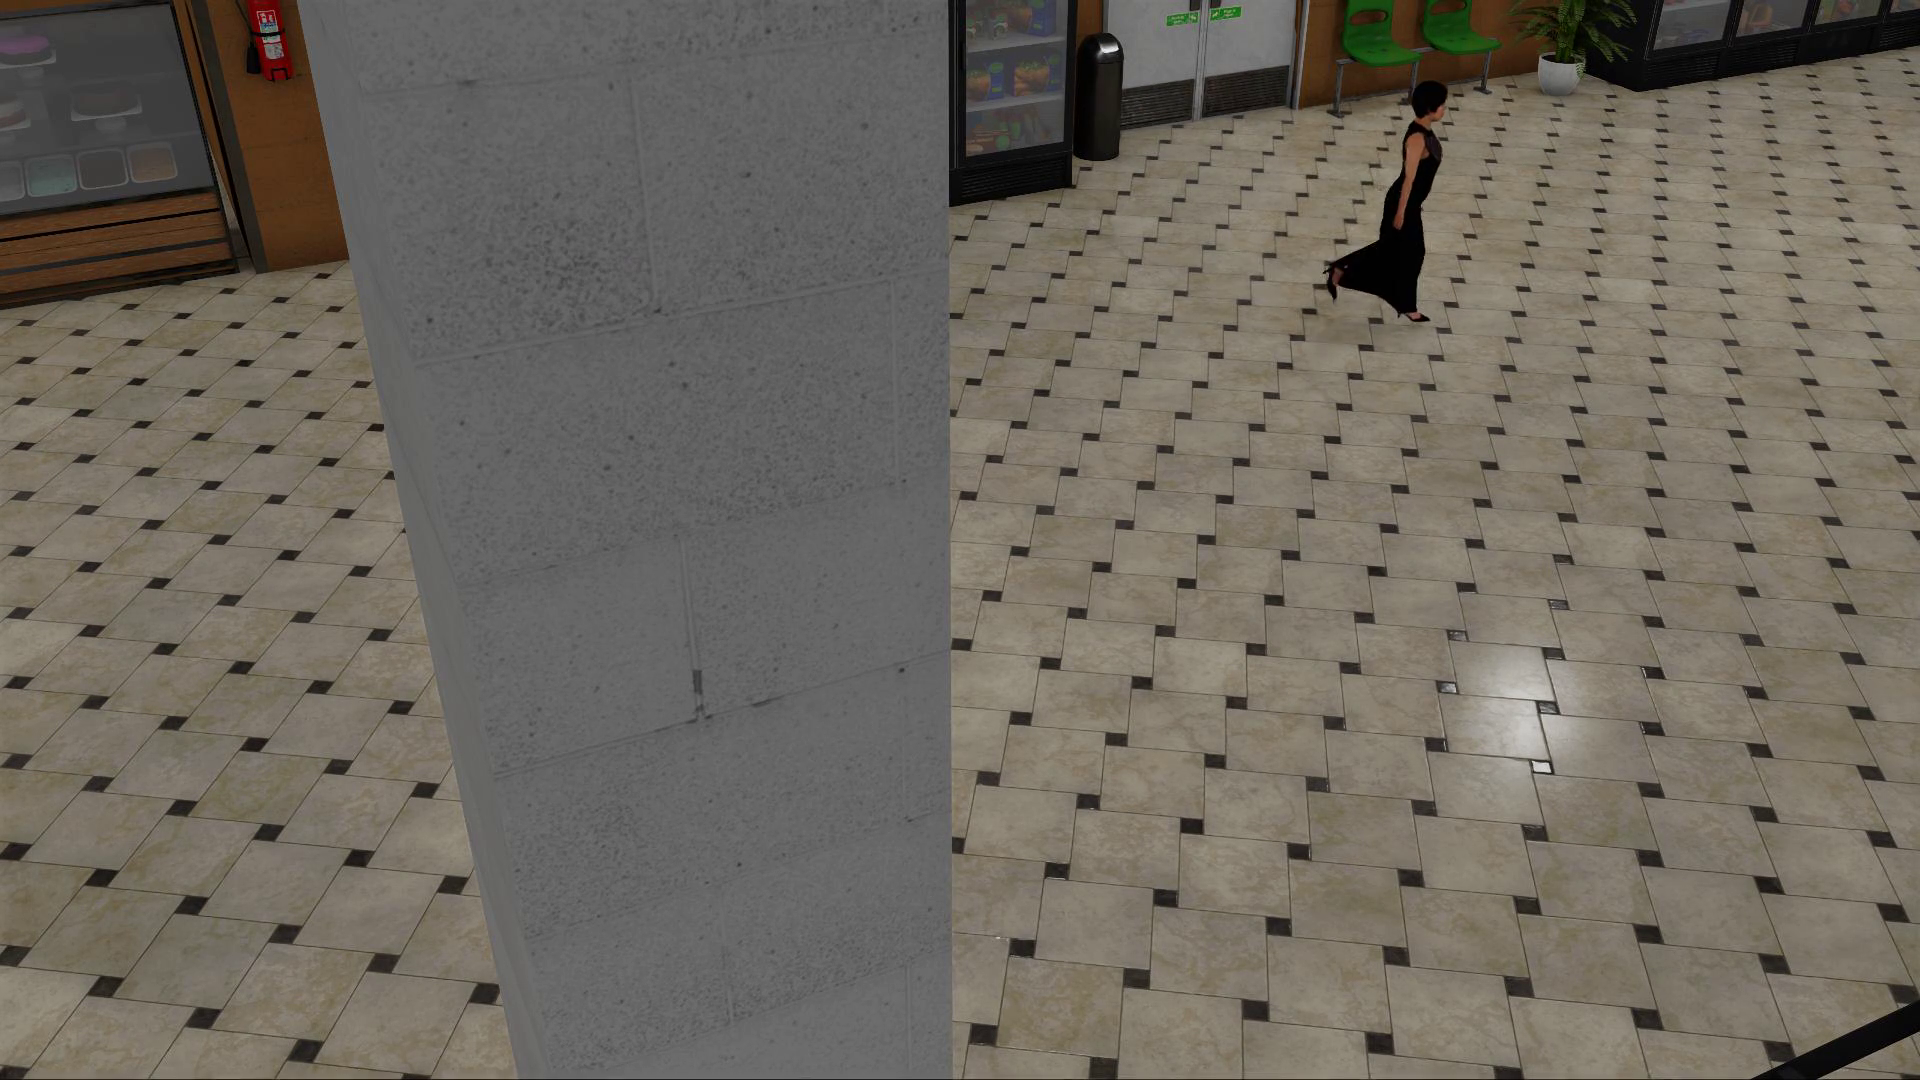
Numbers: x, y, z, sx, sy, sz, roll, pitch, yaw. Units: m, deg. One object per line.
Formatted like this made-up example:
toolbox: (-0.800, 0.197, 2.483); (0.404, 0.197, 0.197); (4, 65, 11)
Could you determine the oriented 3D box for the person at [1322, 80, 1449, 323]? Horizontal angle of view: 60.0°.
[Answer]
person: (2.770, -2.146, 10.673); (0.977, 1.575, 0.979); (7, 33, 11)
